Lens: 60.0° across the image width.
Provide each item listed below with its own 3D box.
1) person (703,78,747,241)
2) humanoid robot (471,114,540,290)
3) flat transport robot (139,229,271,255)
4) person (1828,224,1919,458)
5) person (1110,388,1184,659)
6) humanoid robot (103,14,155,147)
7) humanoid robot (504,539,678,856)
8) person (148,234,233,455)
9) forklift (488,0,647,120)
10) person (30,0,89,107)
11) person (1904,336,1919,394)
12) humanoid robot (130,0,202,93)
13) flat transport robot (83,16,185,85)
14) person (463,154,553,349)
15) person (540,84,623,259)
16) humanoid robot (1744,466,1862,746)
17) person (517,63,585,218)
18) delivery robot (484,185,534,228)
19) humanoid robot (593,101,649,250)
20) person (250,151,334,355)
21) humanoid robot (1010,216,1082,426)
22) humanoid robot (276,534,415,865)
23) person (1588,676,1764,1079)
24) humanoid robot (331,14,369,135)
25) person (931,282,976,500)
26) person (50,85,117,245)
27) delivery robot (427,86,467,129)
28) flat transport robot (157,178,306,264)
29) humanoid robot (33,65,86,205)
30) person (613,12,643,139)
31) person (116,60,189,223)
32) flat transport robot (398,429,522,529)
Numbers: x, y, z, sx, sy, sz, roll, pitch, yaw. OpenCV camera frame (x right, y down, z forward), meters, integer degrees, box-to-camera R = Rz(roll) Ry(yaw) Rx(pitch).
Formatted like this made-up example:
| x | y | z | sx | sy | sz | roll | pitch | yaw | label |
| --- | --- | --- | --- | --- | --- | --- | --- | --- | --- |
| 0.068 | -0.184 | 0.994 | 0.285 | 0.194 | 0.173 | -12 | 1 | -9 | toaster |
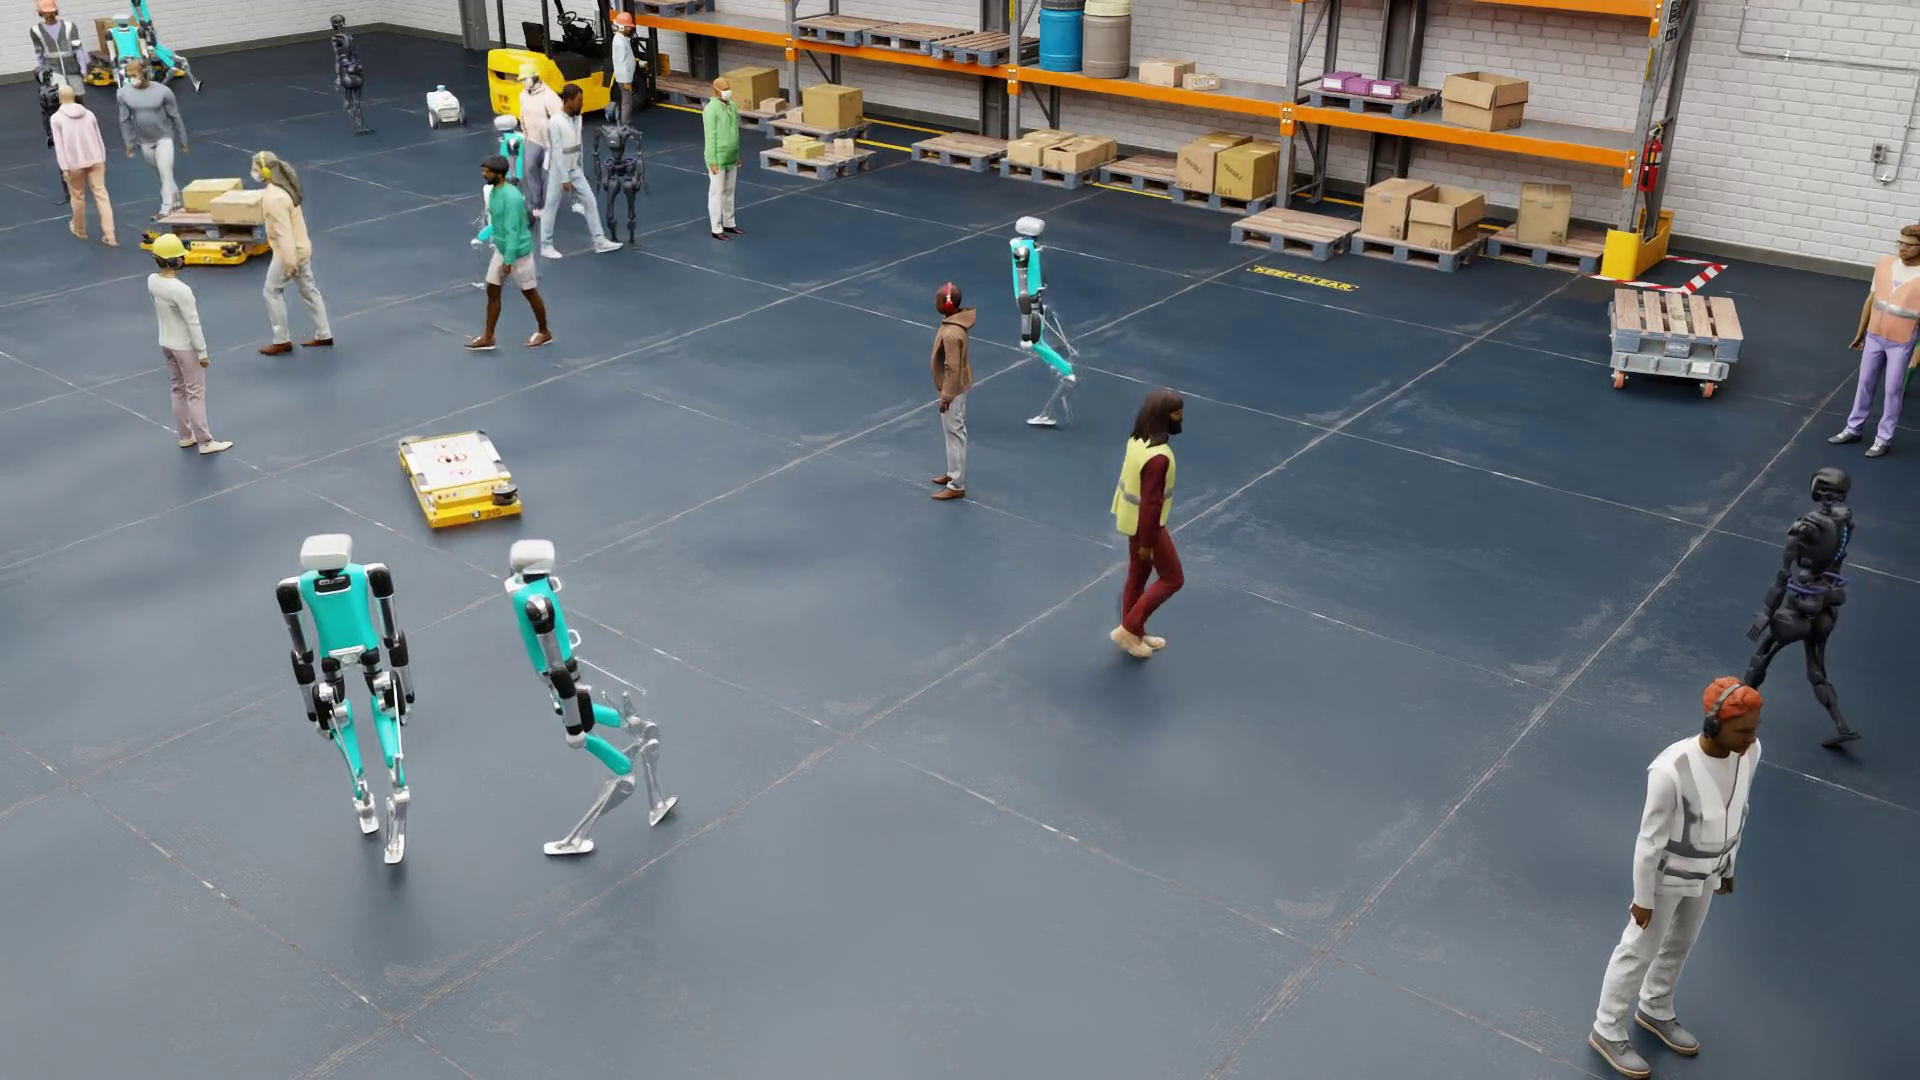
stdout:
| x | y | z | sx | sy | sz | roll | pitch | yaw | label |
| --- | --- | --- | --- | --- | --- | --- | --- | --- | --- |
| -2.660 | -4.295 | 18.726 | 0.388 | 1.784 | 0.539 | 14 | 29 | 26 | person |
| -4.796 | -3.398 | 16.982 | 0.819 | 1.834 | 0.534 | -7 | 27 | -14 | humanoid robot |
| -8.328 | -3.383 | 18.577 | 1.431 | 0.231 | 0.659 | 4 | 26 | 8 | flat transport robot |
| 7.283 | -1.562 | 12.992 | 0.378 | 1.844 | 0.568 | -13 | 29 | -26 | person |
| 1.147 | -0.087 | 10.043 | 0.434 | 1.760 | 0.484 | -3 | 26 | -6 | person |
| -11.427 | -6.322 | 22.998 | 0.540 | 1.755 | 0.913 | -10 | 27 | -20 | humanoid robot |
| -1.729 | 0.763 | 8.333 | 0.929 | 1.770 | 0.537 | -11 | 28 | -21 | humanoid robot |
| -6.062 | -1.525 | 13.015 | 0.527 | 1.760 | 0.330 | 17 | 31 | 31 | person |
| -5.874 | -7.334 | 24.552 | 1.214 | 2.155 | 2.313 | 19 | 32 | 34 | forklift |
| -12.515 | -6.574 | 23.200 | 0.608 | 2.010 | 0.948 | -15 | 29 | -28 | person |
| 8.180 | -1.940 | 13.853 | 0.516 | 1.792 | 0.991 | 8 | 27 | 16 | person |
| -12.501 | -7.907 | 26.292 | 0.932 | 1.792 | 0.543 | -9 | 27 | -18 | humanoid robot |
| -13.760 | -7.789 | 27.701 | 1.431 | 0.231 | 0.659 | -20 | 32 | -36 | flat transport robot |
| -4.189 | -2.582 | 15.146 | 0.900 | 1.813 | 0.502 | -22 | 33 | -38 | person |
| -4.200 | -3.986 | 18.008 | 0.856 | 1.857 | 0.617 | 9 | 27 | 18 | person |
| 4.731 | 0.378 | 9.222 | 0.588 | 1.637 | 0.772 | -14 | 29 | -27 | humanoid robot |
| -4.828 | -4.679 | 19.491 | 0.846 | 1.818 | 0.695 | 11 | 28 | 22 | person |
| -5.283 | -3.897 | 19.333 | 0.499 | 0.613 | 0.814 | -12 | 28 | -24 | delivery robot |
| -3.705 | -3.980 | 18.204 | 0.592 | 1.645 | 0.385 | 0 | 26 | 1 | humanoid robot |
| -6.228 | -2.617 | 15.180 | 0.770 | 1.850 | 0.580 | -3 | 26 | -7 | person |
| 0.750 | -1.655 | 13.449 | 0.717 | 1.906 | 0.548 | 4 | 26 | 9 | humanoid robot |
| -2.930 | 0.857 | 8.101 | 0.553 | 1.765 | 0.886 | -8 | 27 | -17 | humanoid robot |
| 2.982 | 1.381 | 6.869 | 0.572 | 1.876 | 0.352 | -13 | 29 | -25 | person |
| -8.671 | -6.615 | 23.670 | 0.381 | 1.656 | 0.604 | 5 | 26 | 9 | humanoid robot |
| -0.052 | -1.099 | 12.253 | 0.339 | 1.651 | 0.457 | 1 | 26 | 3 | person |
| -9.818 | -4.196 | 18.562 | 0.545 | 1.742 | 0.844 | -23 | 34 | -39 | person |
| -7.559 | -6.343 | 24.391 | 0.517 | 0.605 | 0.777 | -13 | 29 | -25 | delivery robot |
| -8.052 | -3.354 | 18.516 | 0.659 | 0.231 | 1.431 | 2 | 26 | 4 | flat transport robot |
| -10.901 | -4.967 | 20.288 | 0.610 | 1.635 | 0.748 | 17 | 30 | 31 | humanoid robot |
| -4.684 | -6.527 | 23.401 | 0.351 | 1.737 | 0.572 | -5 | 26 | -9 | person |
| -9.314 | -4.585 | 19.212 | 0.649 | 1.881 | 1.031 | -1 | 26 | -3 | person |
| -3.804 | -0.487 | 12.580 | 0.659 | 0.231 | 1.431 | -12 | 28 | -23 | flat transport robot |
